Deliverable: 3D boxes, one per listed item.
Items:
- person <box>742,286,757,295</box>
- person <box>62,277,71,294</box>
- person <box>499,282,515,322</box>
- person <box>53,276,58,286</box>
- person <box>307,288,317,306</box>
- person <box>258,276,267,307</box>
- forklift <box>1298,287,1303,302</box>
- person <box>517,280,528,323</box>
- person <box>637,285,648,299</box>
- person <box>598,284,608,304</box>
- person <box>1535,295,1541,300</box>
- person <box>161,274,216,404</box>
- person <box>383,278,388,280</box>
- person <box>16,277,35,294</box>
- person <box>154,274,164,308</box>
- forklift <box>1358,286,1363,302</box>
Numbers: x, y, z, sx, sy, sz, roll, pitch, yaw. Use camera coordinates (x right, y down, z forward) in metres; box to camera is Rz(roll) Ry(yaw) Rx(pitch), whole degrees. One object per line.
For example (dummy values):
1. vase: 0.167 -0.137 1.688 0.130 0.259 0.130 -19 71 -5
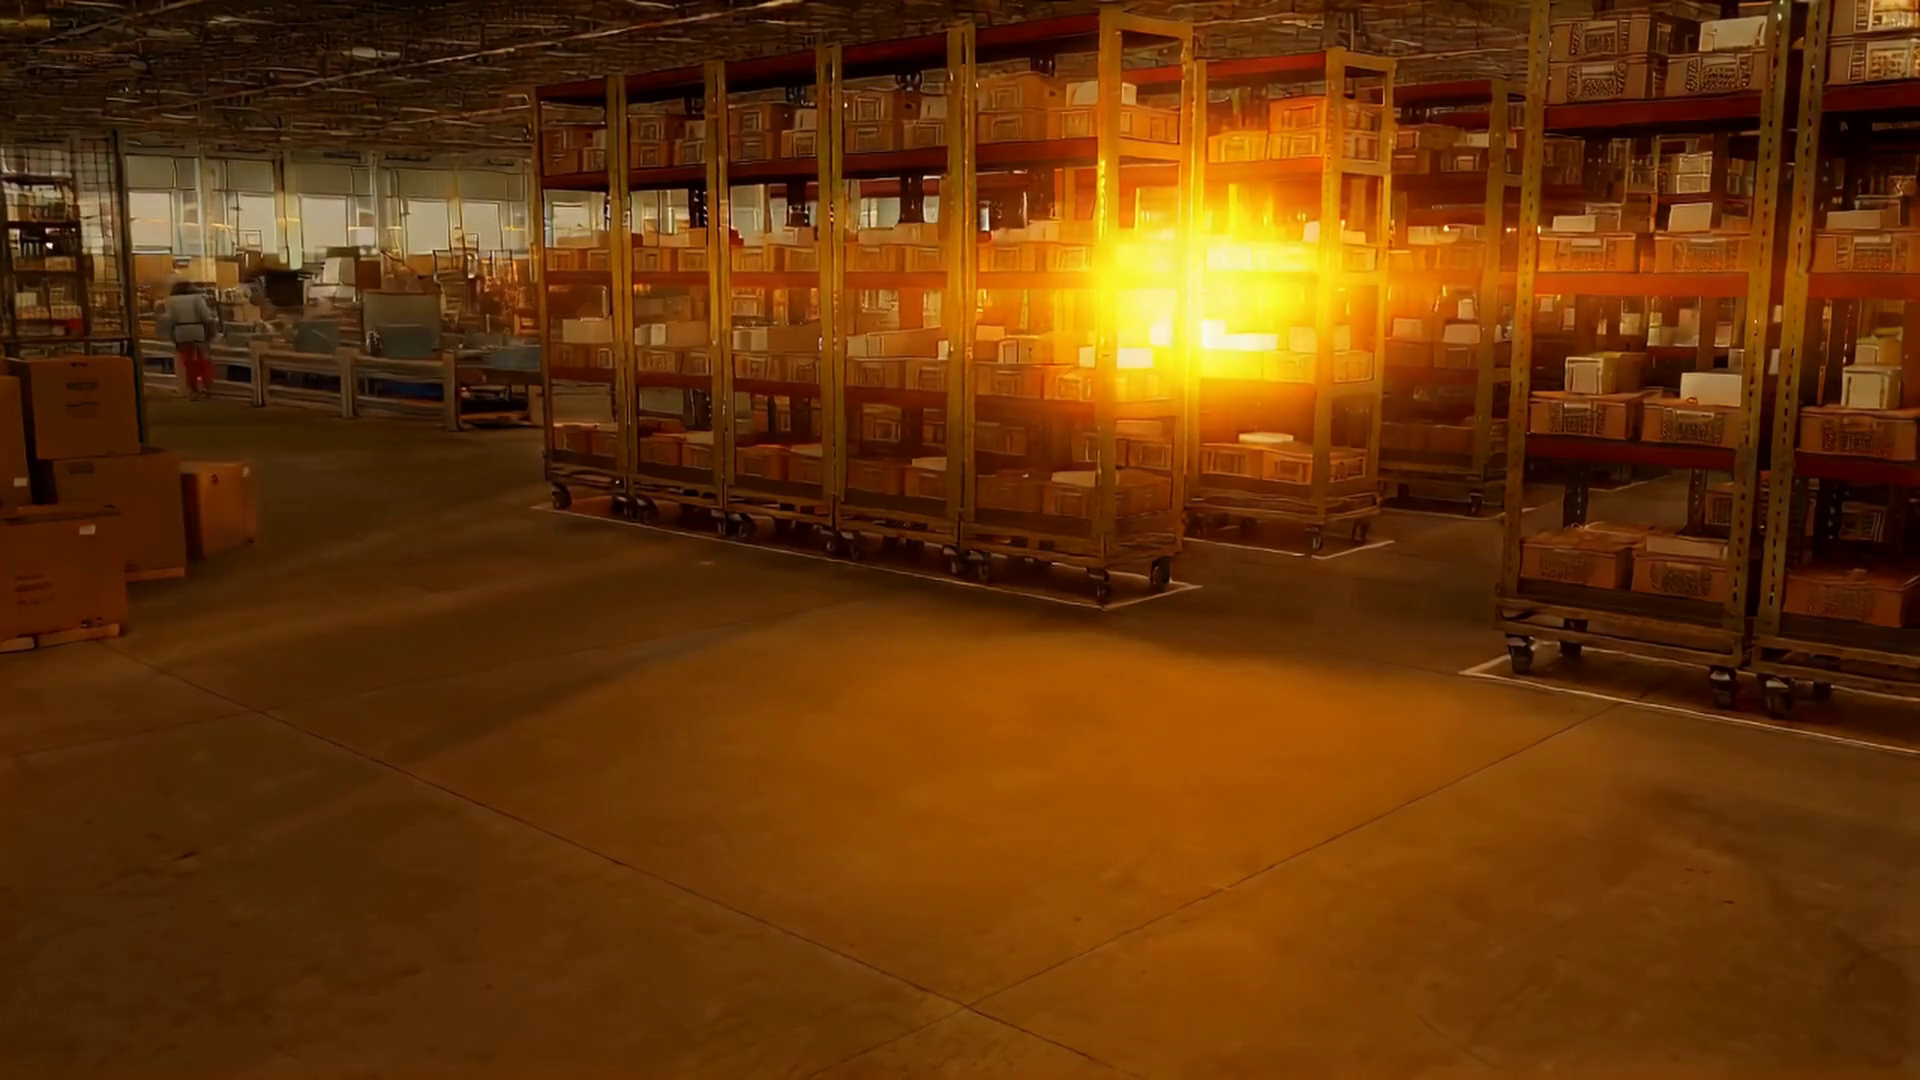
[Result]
1. person: -8.474 -9.970 67.640 0.691 2.000 1.018 2 9 13
2. person: -29.194 -7.697 54.295 0.408 1.849 0.525 -4 10 -25
3. person: -16.122 -8.370 59.125 0.556 1.622 0.351 -1 9 -9
4. person: -41.504 -11.339 76.681 0.609 1.830 0.640 3 10 20
5. person: -24.416 -9.097 62.891 1.020 1.844 0.620 -2 9 -10
6. person: -24.772 -8.448 58.959 0.910 1.839 0.530 -3 10 -15
7. forklift: 12.143 -8.896 58.491 1.129 2.768 1.873 -6 11 -31
8. person: -15.314 -8.276 58.328 0.535 1.686 0.350 7 12 38
9. person: -14.368 -11.151 75.479 0.880 1.859 0.589 4 10 26
10. person: -13.102 -8.891 61.374 0.757 1.931 0.649 -9 13 -44
11. person: 15.365 -6.151 44.910 0.589 1.824 0.404 -1 9 -4
12. person: -11.890 -3.087 25.603 0.692 1.984 0.470 -5 11 -30
13. person: -20.584 -8.574 59.987 0.550 1.753 0.528 0 9 -2
14. person: -29.787 -7.538 53.099 0.541 1.928 0.398 -9 13 -44
15. person: -38.987 -12.045 81.121 0.946 1.794 0.659 -2 10 -14
16. forklift: 11.100 -7.017 46.970 1.873 2.768 1.129 9 13 43
